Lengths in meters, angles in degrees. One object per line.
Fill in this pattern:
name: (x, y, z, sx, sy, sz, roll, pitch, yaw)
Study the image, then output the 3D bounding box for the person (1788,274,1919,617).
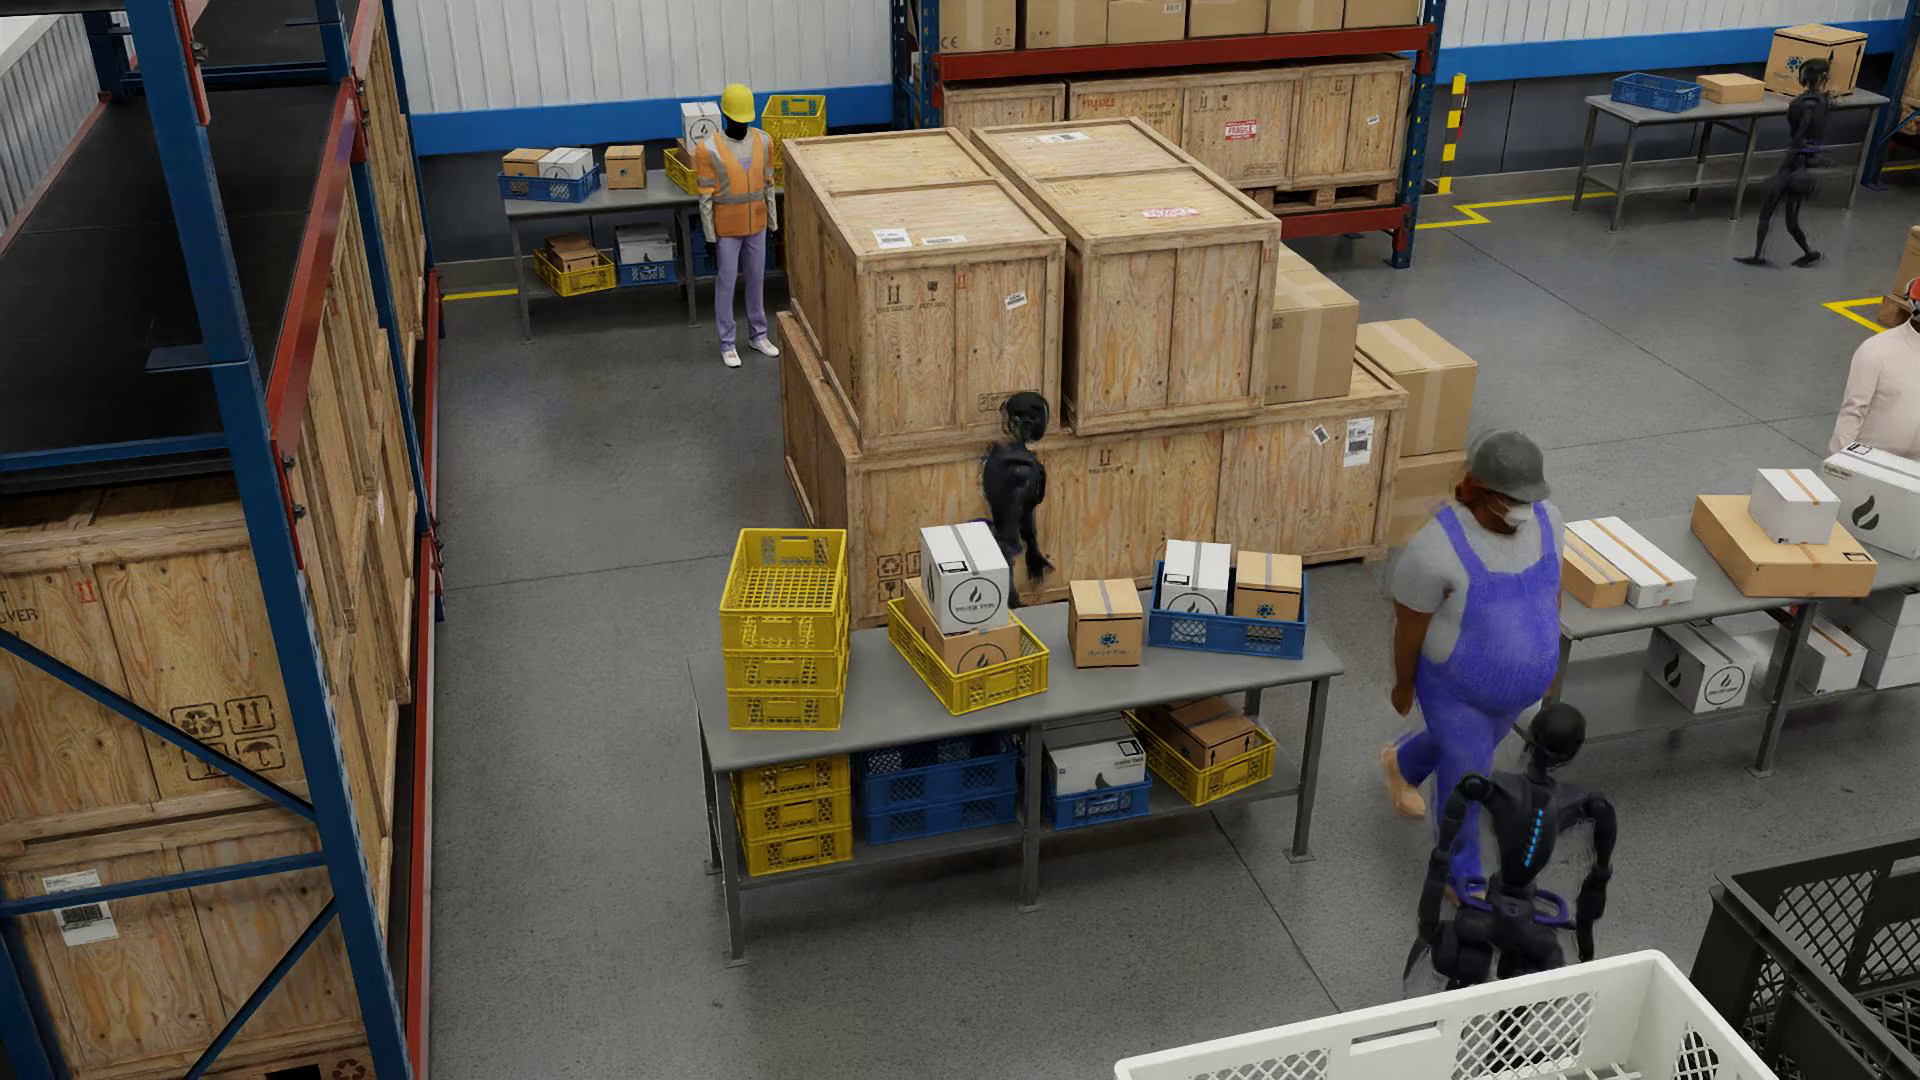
person: (4.477, -0.388, 8.049, 0.618, 1.988, 0.402, -7, 30, -13)

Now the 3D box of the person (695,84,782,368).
person: (-1.476, -2.128, 11.272, 0.585, 1.917, 0.377, -20, 34, -31)

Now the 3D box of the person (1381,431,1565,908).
person: (1.991, 0.434, 6.495, 0.679, 2.000, 0.924, -13, 32, -23)

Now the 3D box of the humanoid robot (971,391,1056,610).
humanoid robot: (0.219, 0.145, 7.439, 0.714, 1.619, 0.644, -4, 29, -7)

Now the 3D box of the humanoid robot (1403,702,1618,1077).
humanoid robot: (1.752, 1.286, 5.341, 0.593, 1.625, 0.573, 9, 30, 16)

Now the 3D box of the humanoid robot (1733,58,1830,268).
humanoid robot: (6.575, -2.916, 12.994, 0.645, 1.647, 0.618, 5, 29, 9)
